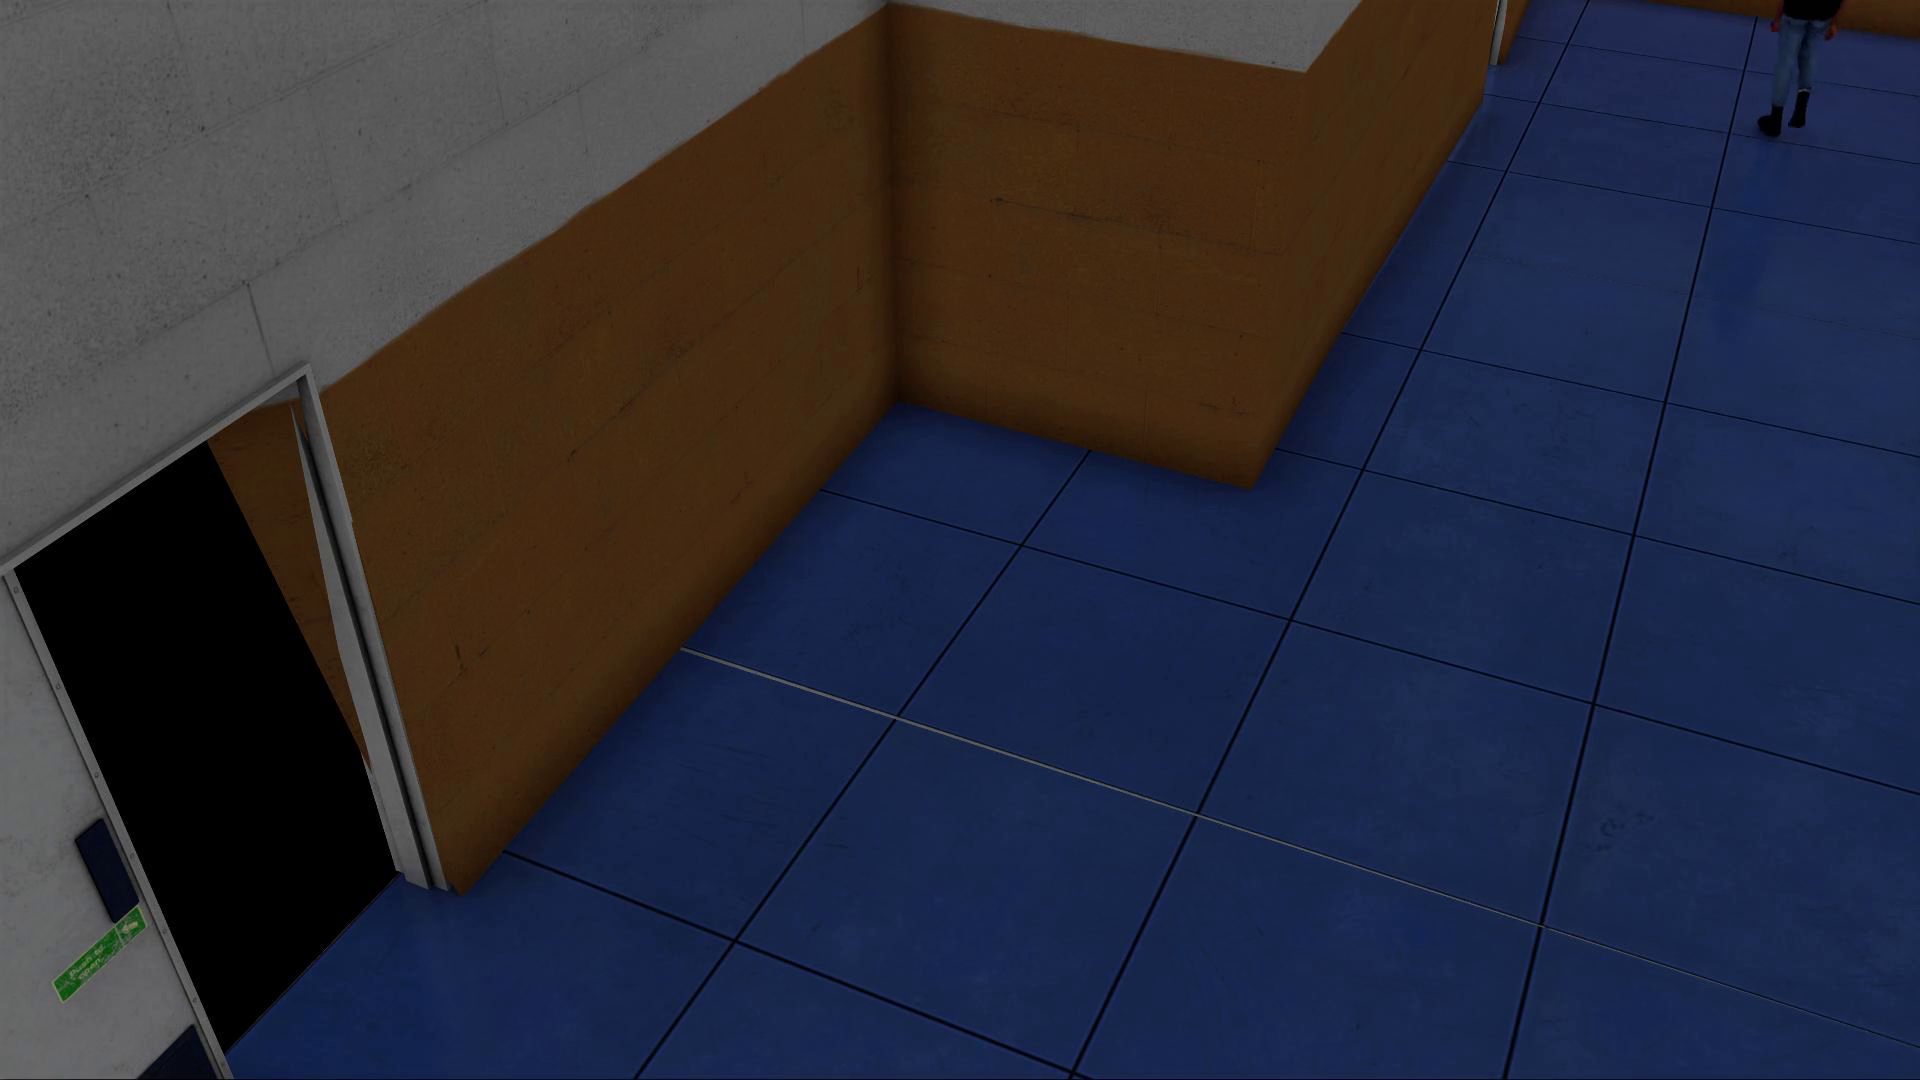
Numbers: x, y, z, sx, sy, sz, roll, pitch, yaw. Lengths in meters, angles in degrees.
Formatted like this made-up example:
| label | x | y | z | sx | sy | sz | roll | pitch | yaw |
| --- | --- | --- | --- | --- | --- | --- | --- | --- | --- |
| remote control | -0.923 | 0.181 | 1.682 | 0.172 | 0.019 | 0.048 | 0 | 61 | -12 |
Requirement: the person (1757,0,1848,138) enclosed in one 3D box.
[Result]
| label | x | y | z | sx | sy | sz | roll | pitch | yaw |
| --- | --- | --- | --- | --- | --- | --- | --- | --- | --- |
| person | 5.830 | -3.554 | 11.390 | 0.675 | 1.684 | 0.733 | 1 | 37 | 1 |
